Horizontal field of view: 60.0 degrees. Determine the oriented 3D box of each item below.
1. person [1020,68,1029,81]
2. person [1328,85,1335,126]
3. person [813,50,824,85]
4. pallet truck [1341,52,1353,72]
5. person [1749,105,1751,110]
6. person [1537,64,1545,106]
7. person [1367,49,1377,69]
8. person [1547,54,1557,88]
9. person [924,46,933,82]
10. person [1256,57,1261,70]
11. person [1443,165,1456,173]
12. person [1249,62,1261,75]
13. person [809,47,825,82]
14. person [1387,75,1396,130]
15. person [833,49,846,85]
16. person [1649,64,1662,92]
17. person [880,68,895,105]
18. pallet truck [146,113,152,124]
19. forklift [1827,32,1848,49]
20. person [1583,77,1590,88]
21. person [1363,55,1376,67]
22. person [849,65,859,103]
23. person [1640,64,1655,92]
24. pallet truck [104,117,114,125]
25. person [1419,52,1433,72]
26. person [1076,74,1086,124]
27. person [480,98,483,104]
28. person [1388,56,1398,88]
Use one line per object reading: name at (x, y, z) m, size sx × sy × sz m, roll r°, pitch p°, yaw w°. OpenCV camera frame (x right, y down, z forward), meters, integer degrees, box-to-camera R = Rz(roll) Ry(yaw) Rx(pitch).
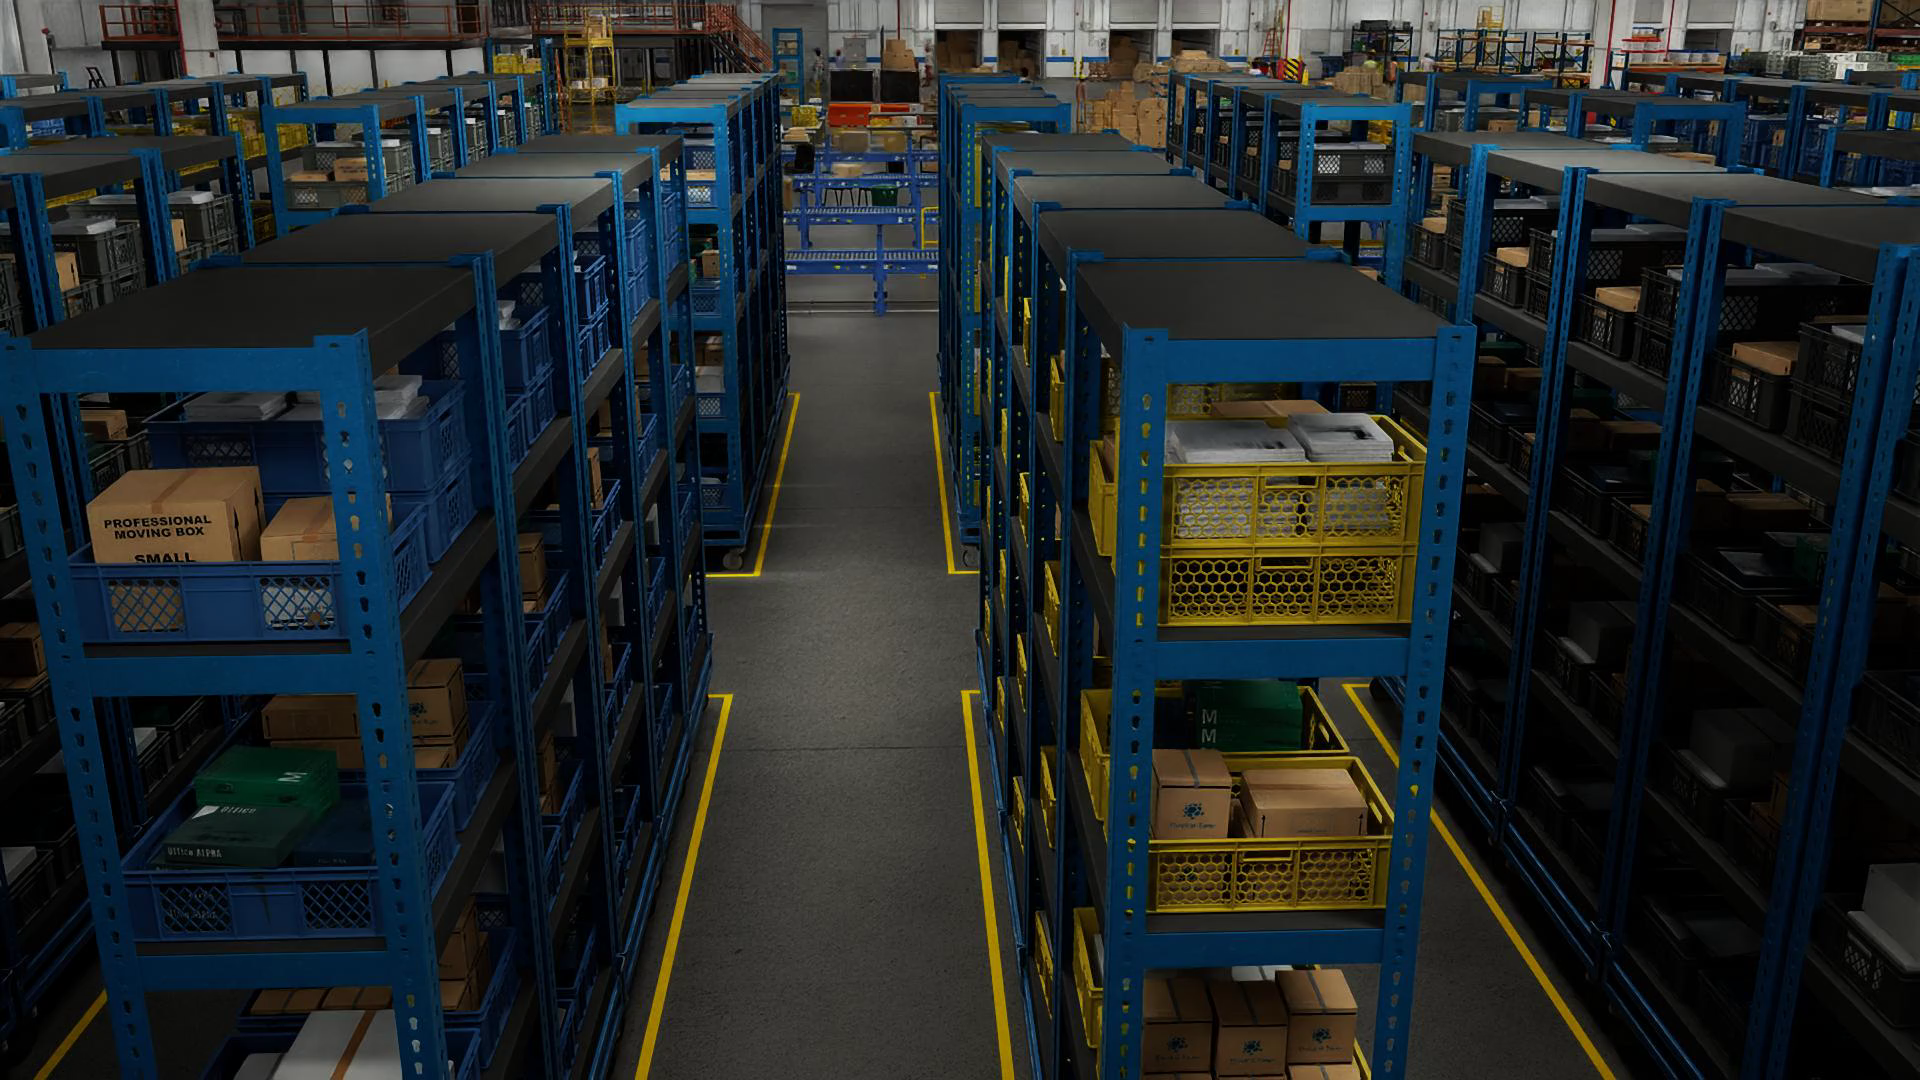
person at (2.545, -16.908, 63.099) m, size 0.925 × 1.924 × 0.641 m, roll 2°, pitch 18°, yaw 6°
person at (12.609, -14.829, 57.217) m, size 0.720 × 1.594 × 0.558 m, roll -9°, pitch 20°, yaw -26°
person at (-7.692, -25.705, 90.494) m, size 0.619 × 1.836 × 0.431 m, roll -11°, pitch 21°, yaw -31°
pallet truck at (18.794, -23.123, 82.231) m, size 0.823 × 1.965 × 1.885 m, roll -13°, pitch 22°, yaw -35°
person at (21.677, -11.443, 46.224) m, size 0.583 × 1.904 × 0.836 m, roll 1°, pitch 18°, yaw 2°
person at (24.103, -18.851, 69.241) m, size 0.509 × 1.860 × 0.334 m, roll -16°, pitch 24°, yaw -40°
person at (22.526, -25.831, 90.774) m, size 0.888 × 1.886 × 0.605 m, roll 12°, pitch 22°, yaw 34°
person at (28.910, -22.691, 81.056) m, size 0.817 × 1.904 × 0.591 m, roll 1°, pitch 18°, yaw 3°
person at (-1.816, -26.553, 92.877) m, size 0.429 × 1.978 × 0.616 m, roll 5°, pitch 19°, yaw 15°
person at (14.064, -21.864, 78.551) m, size 0.385 × 1.859 × 0.548 m, roll -3°, pitch 18°, yaw -9°
person at (11.073, -8.445, 37.097) m, size 0.616 × 1.813 × 0.438 m, roll 1°, pitch 18°, yaw 2°
person at (12.637, -19.594, 71.525) m, size 0.599 × 1.877 × 0.991 m, roll -4°, pitch 18°, yaw -13°
person at (-8.037, -26.694, 93.410) m, size 0.829 × 1.920 × 0.616 m, roll -2°, pitch 18°, yaw -5°
person at (14.897, -15.138, 57.655) m, size 0.736 × 1.910 × 0.548 m, roll 2°, pitch 18°, yaw 7°
person at (-6.575, -25.776, 90.628) m, size 0.558 × 1.890 × 0.977 m, roll 12°, pitch 22°, yaw 34°
person at (29.763, -19.539, 71.266) m, size 0.639 × 1.917 × 0.554 m, roll -4°, pitch 18°, yaw -13°
person at (-2.839, -17.438, 64.864) m, size 1.042 × 1.870 × 0.589 m, roll 3°, pitch 18°, yaw 9°
pallet truck at (-18.087, -8.309, 36.390) m, size 1.885 × 1.965 × 0.823 m, roll -1°, pitch 18°, yaw -4°
forklift at (46.023, -25.321, 87.619) m, size 1.129 × 2.768 × 1.873 m, roll -1°, pitch 18°, yaw -2°
person at (20.798, -14.389, 55.300) m, size 0.359 × 1.938 × 0.545 m, roll -6°, pitch 19°, yaw -18°
person at (20.102, -22.969, 82.073) m, size 0.620 × 1.806 × 0.840 m, roll -4°, pitch 18°, yaw -13°
person at (-4.634, -19.816, 72.463) m, size 0.496 × 1.709 × 0.847 m, roll -7°, pitch 19°, yaw -21°
person at (30.682, -20.581, 74.296) m, size 0.704 × 2.000 × 0.900 m, roll 1°, pitch 18°, yaw 3°
pallet truck at (-18.367, -7.885, 35.078) m, size 1.885 × 1.965 × 0.823 m, roll 1°, pitch 18°, yaw 2°
person at (23.486, -23.600, 83.843) m, size 0.633 × 1.918 × 0.779 m, roll 1°, pitch 18°, yaw 3°
person at (4.490, -16.317, 61.540) m, size 0.326 × 1.769 × 0.524 m, roll -11°, pitch 21°, yaw -31°
person at (-17.344, -15.992, 60.415) m, size 0.506 × 1.841 × 0.346 m, roll -15°, pitch 23°, yaw -38°
person at (22.314, -24.092, 85.727) m, size 0.546 × 1.686 × 0.540 m, roll -11°, pitch 21°, yaw -30°
